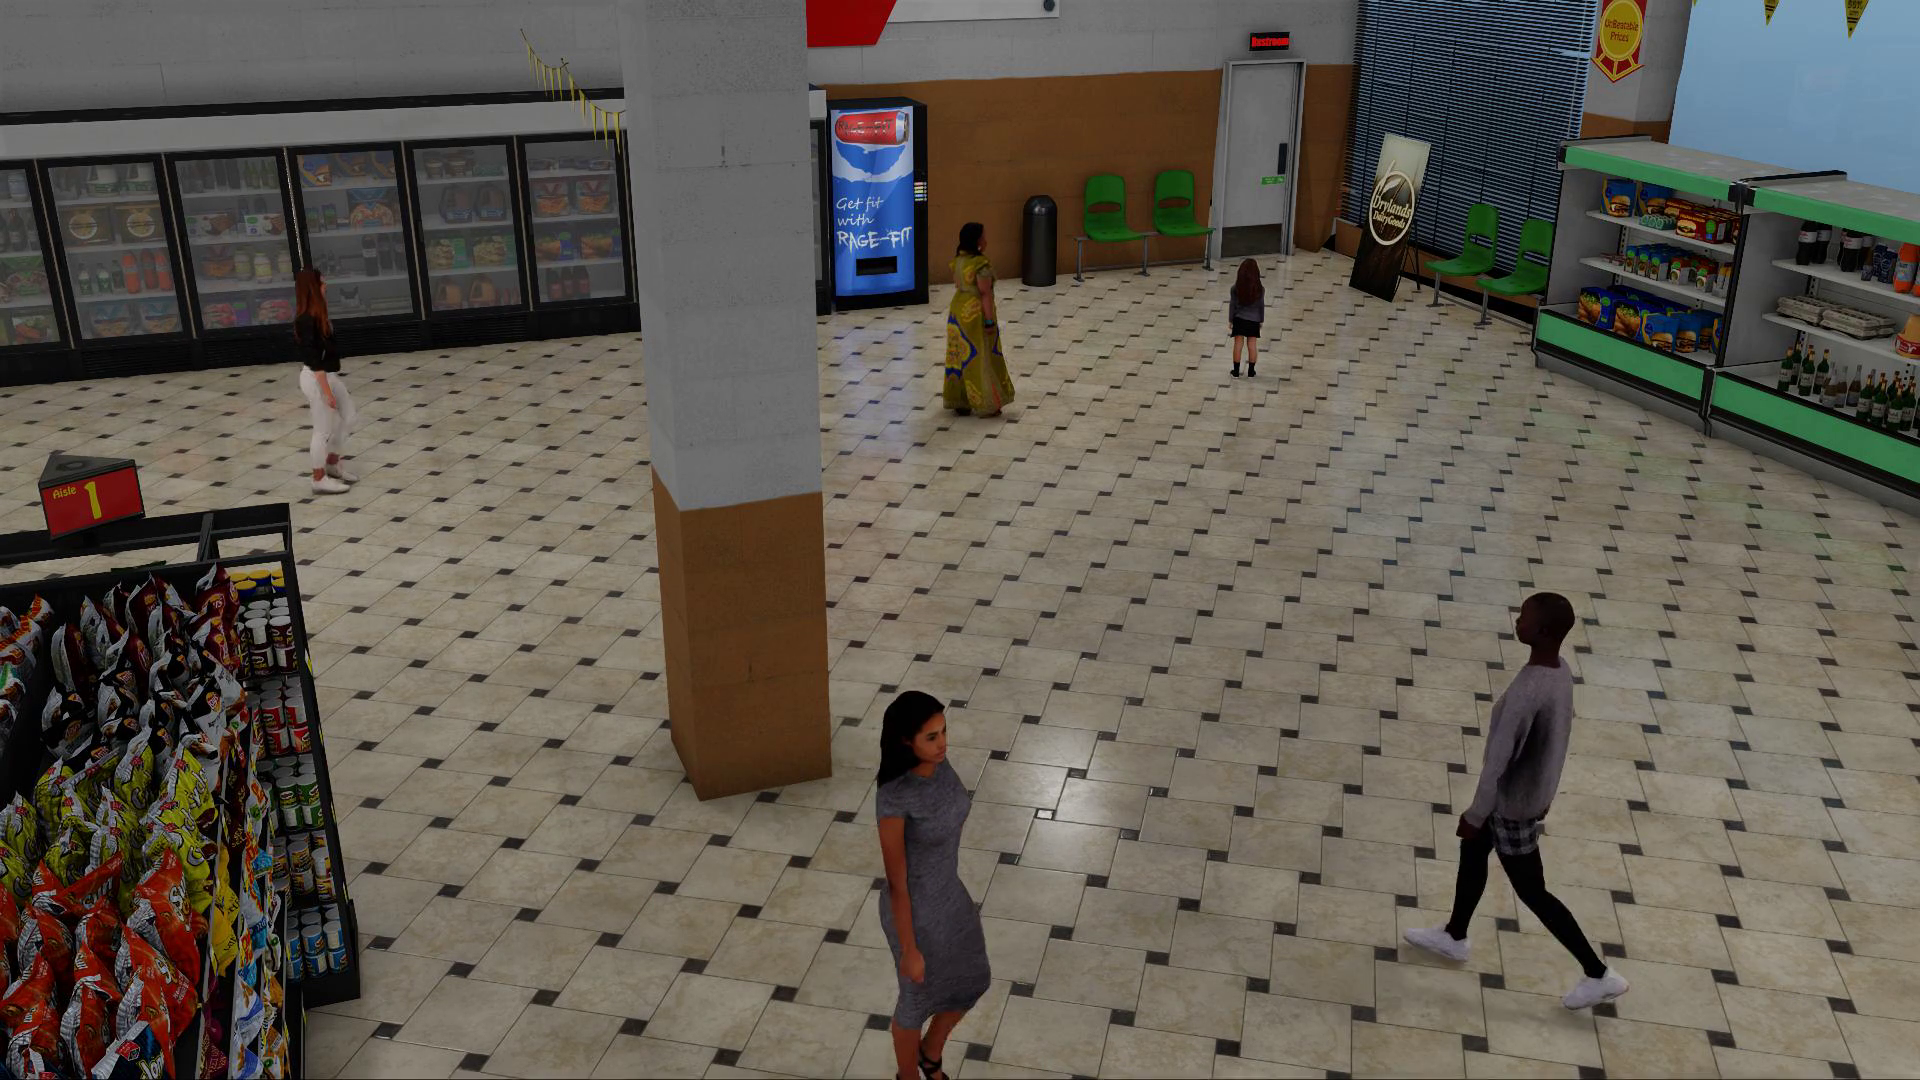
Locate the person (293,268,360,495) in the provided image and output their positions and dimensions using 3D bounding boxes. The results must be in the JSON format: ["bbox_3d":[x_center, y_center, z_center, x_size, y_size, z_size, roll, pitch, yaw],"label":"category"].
[{"bbox_3d":[-4.765,-1.151,12.187,0.727,1.691,0.598,-4,22,-9],"label":"person"}]

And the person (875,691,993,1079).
[{"bbox_3d":[-0.204,1.318,5.934,0.758,1.773,0.717,13,25,29],"label":"person"}]

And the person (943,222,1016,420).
[{"bbox_3d":[0.100,-1.845,13.958,0.980,1.659,0.878,-14,26,-31],"label":"person"}]

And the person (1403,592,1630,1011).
[{"bbox_3d":[2.307,1.071,6.592,1.214,1.740,1.085,13,25,29],"label":"person"}]

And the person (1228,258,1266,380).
[{"bbox_3d":[2.602,-2.020,15.135,0.528,1.106,0.530,1,22,2],"label":"person"}]
